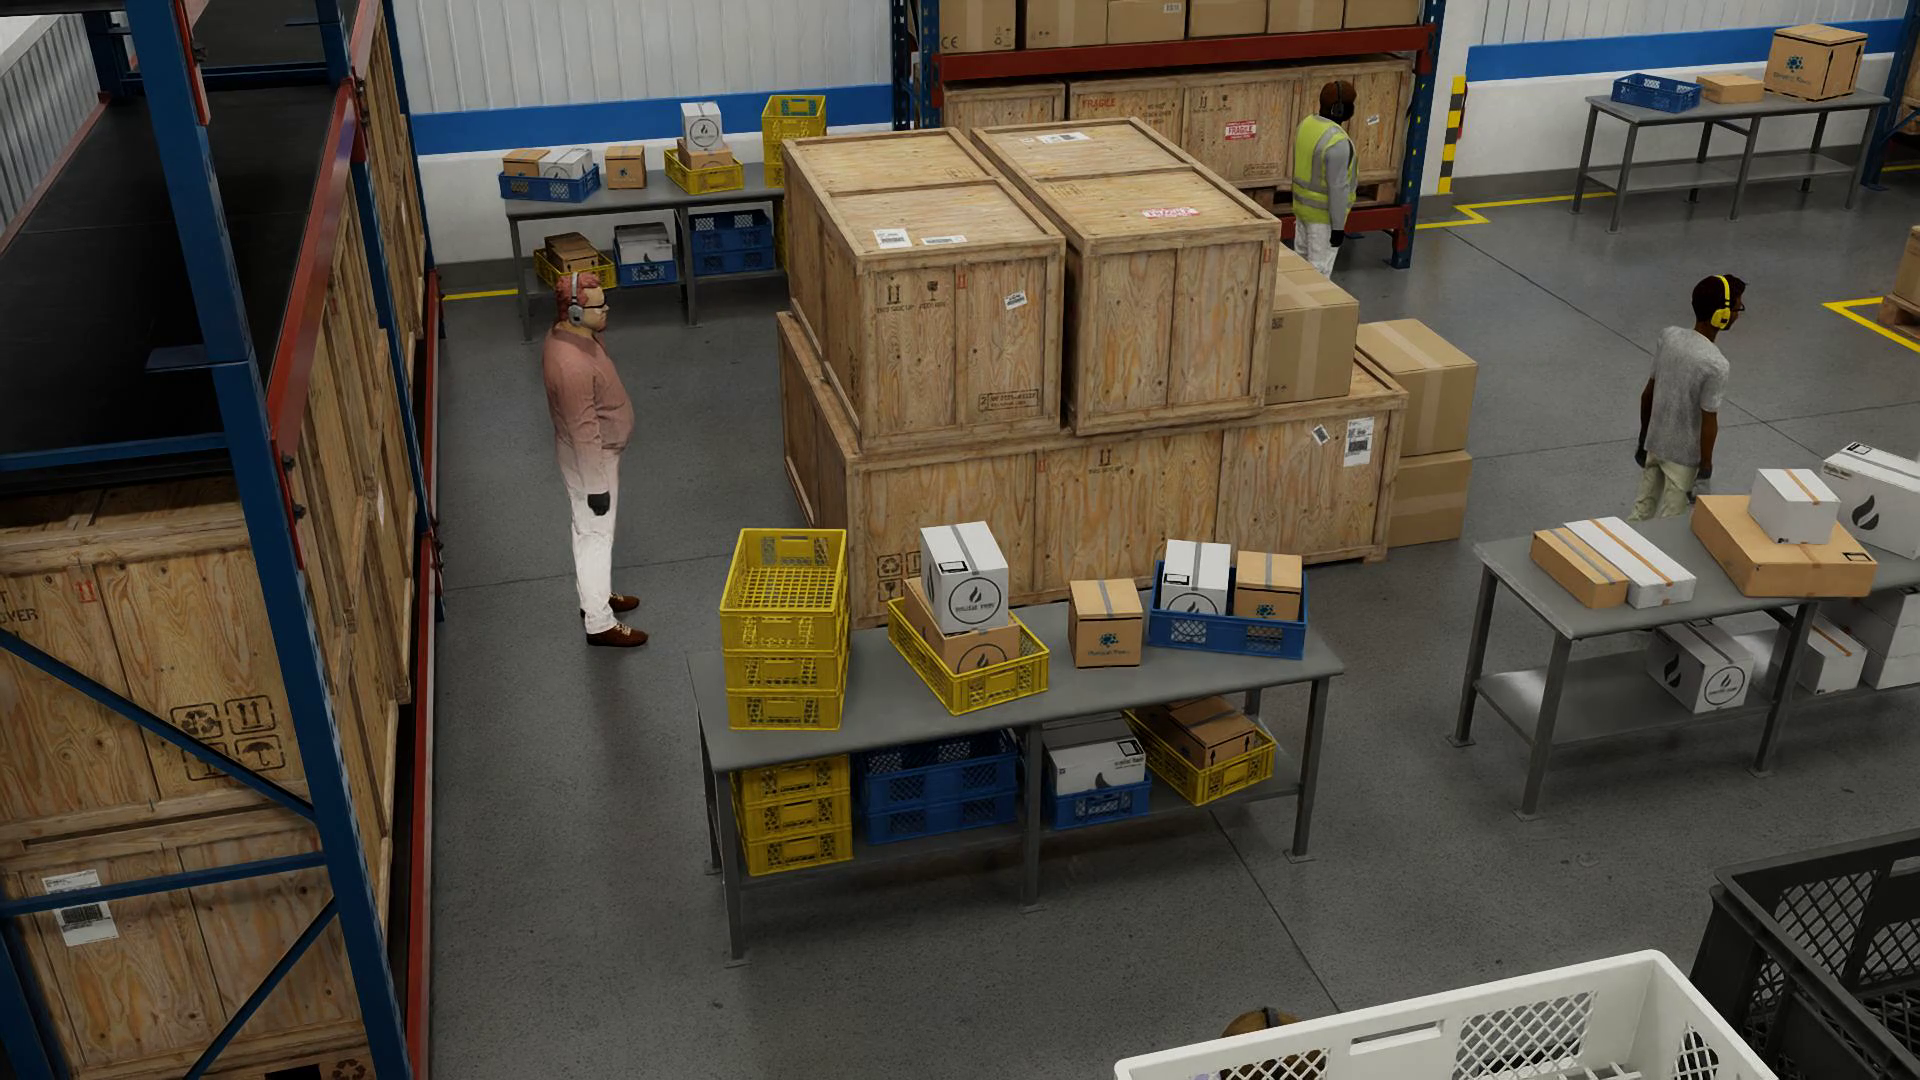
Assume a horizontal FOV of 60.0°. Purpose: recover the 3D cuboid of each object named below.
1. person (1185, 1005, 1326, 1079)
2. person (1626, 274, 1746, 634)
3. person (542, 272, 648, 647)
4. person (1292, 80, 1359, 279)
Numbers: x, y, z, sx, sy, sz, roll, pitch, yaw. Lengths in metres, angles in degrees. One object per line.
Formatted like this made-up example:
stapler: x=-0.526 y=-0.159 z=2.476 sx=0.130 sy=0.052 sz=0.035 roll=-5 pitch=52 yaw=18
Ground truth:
person: x=0.621 y=1.870 z=3.980 sx=0.353 sy=1.936 sz=0.633 roll=-7 pitch=30 yaw=-13
person: x=3.529 y=-0.418 z=8.202 sx=0.313 sy=1.869 sz=0.528 roll=-7 pitch=30 yaw=-13
person: x=-1.774 y=-0.395 z=8.122 sx=0.401 sy=1.906 sz=0.649 roll=-7 pitch=30 yaw=-13
person: x=2.530 y=-2.274 z=11.600 sx=0.428 sy=1.842 sz=0.631 roll=-7 pitch=30 yaw=-13
